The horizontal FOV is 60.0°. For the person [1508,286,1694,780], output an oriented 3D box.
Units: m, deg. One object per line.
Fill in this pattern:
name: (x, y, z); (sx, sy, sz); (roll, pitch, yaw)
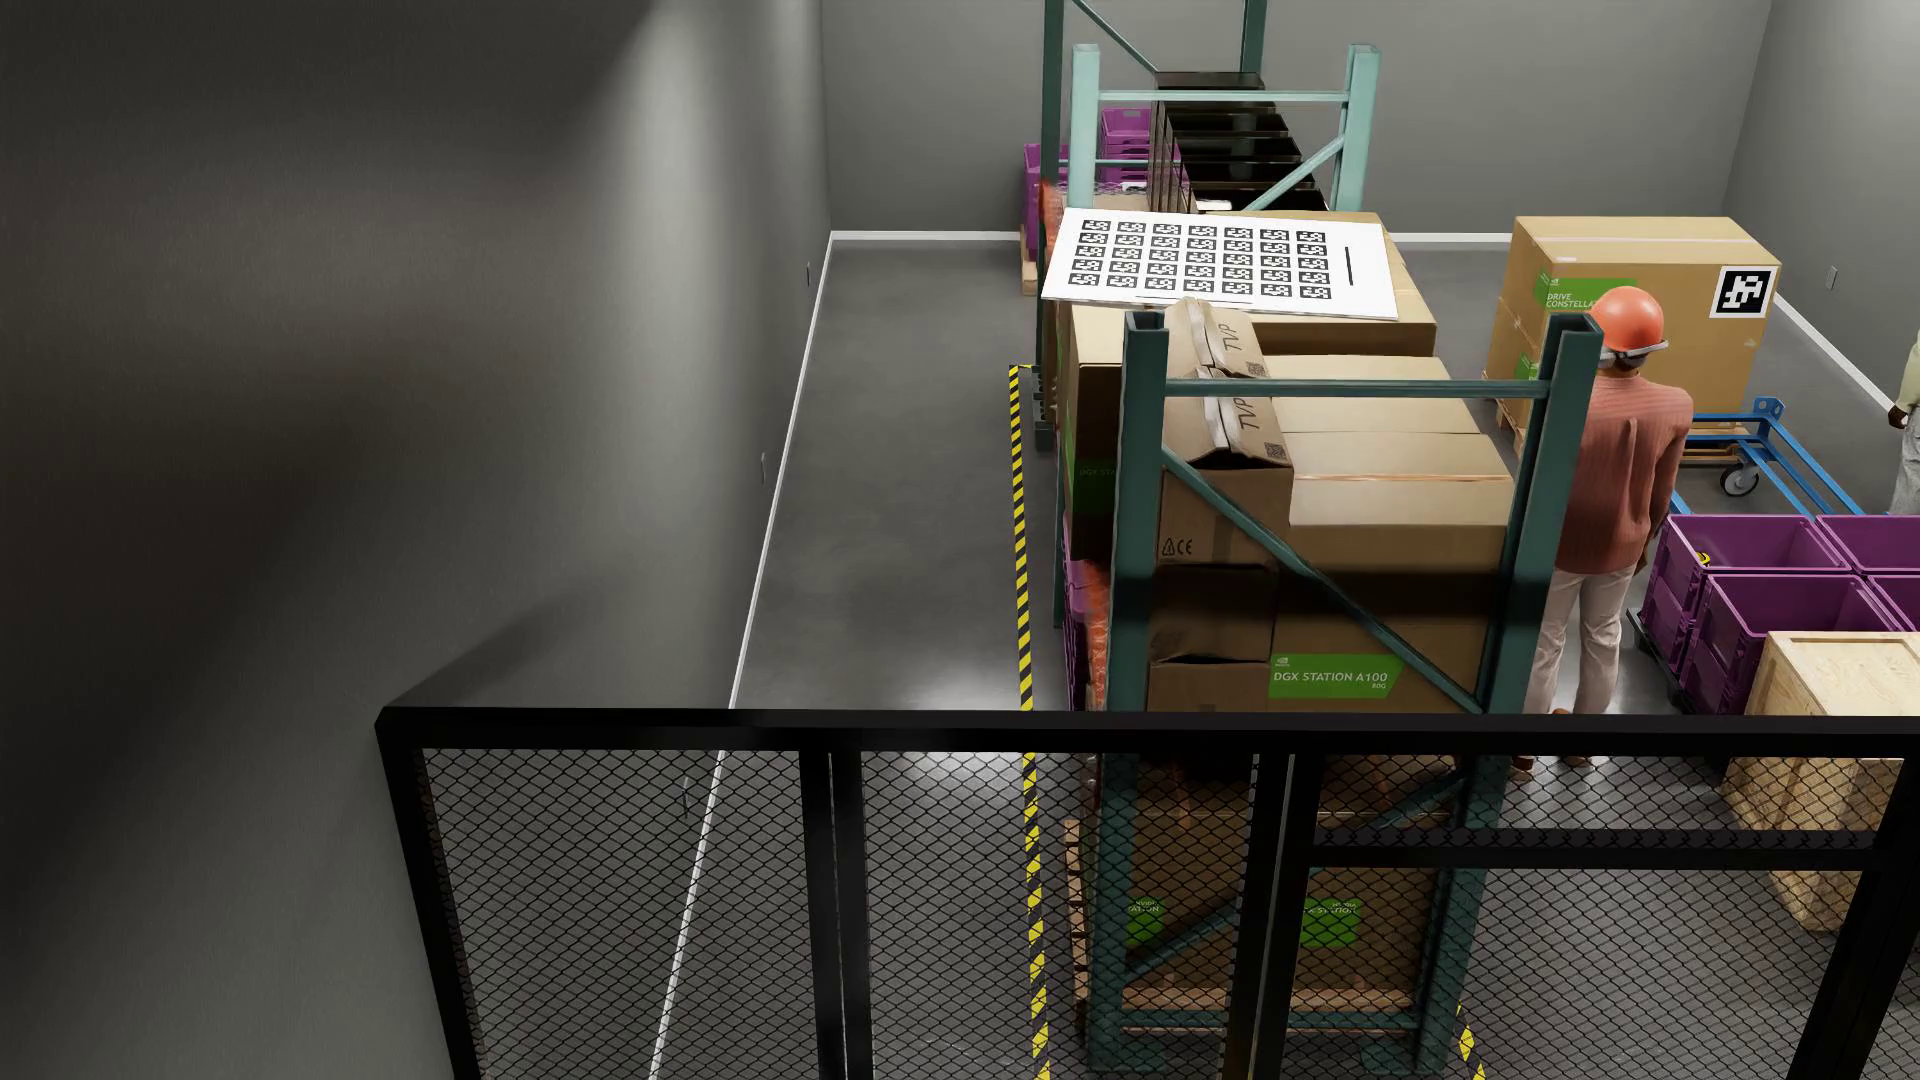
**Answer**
person: (2.300, 0.007, 6.146); (0.610, 1.997, 0.369); (-7, 32, -11)

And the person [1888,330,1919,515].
person: (4.451, -0.643, 7.384); (0.588, 1.833, 0.404); (2, 31, 3)
